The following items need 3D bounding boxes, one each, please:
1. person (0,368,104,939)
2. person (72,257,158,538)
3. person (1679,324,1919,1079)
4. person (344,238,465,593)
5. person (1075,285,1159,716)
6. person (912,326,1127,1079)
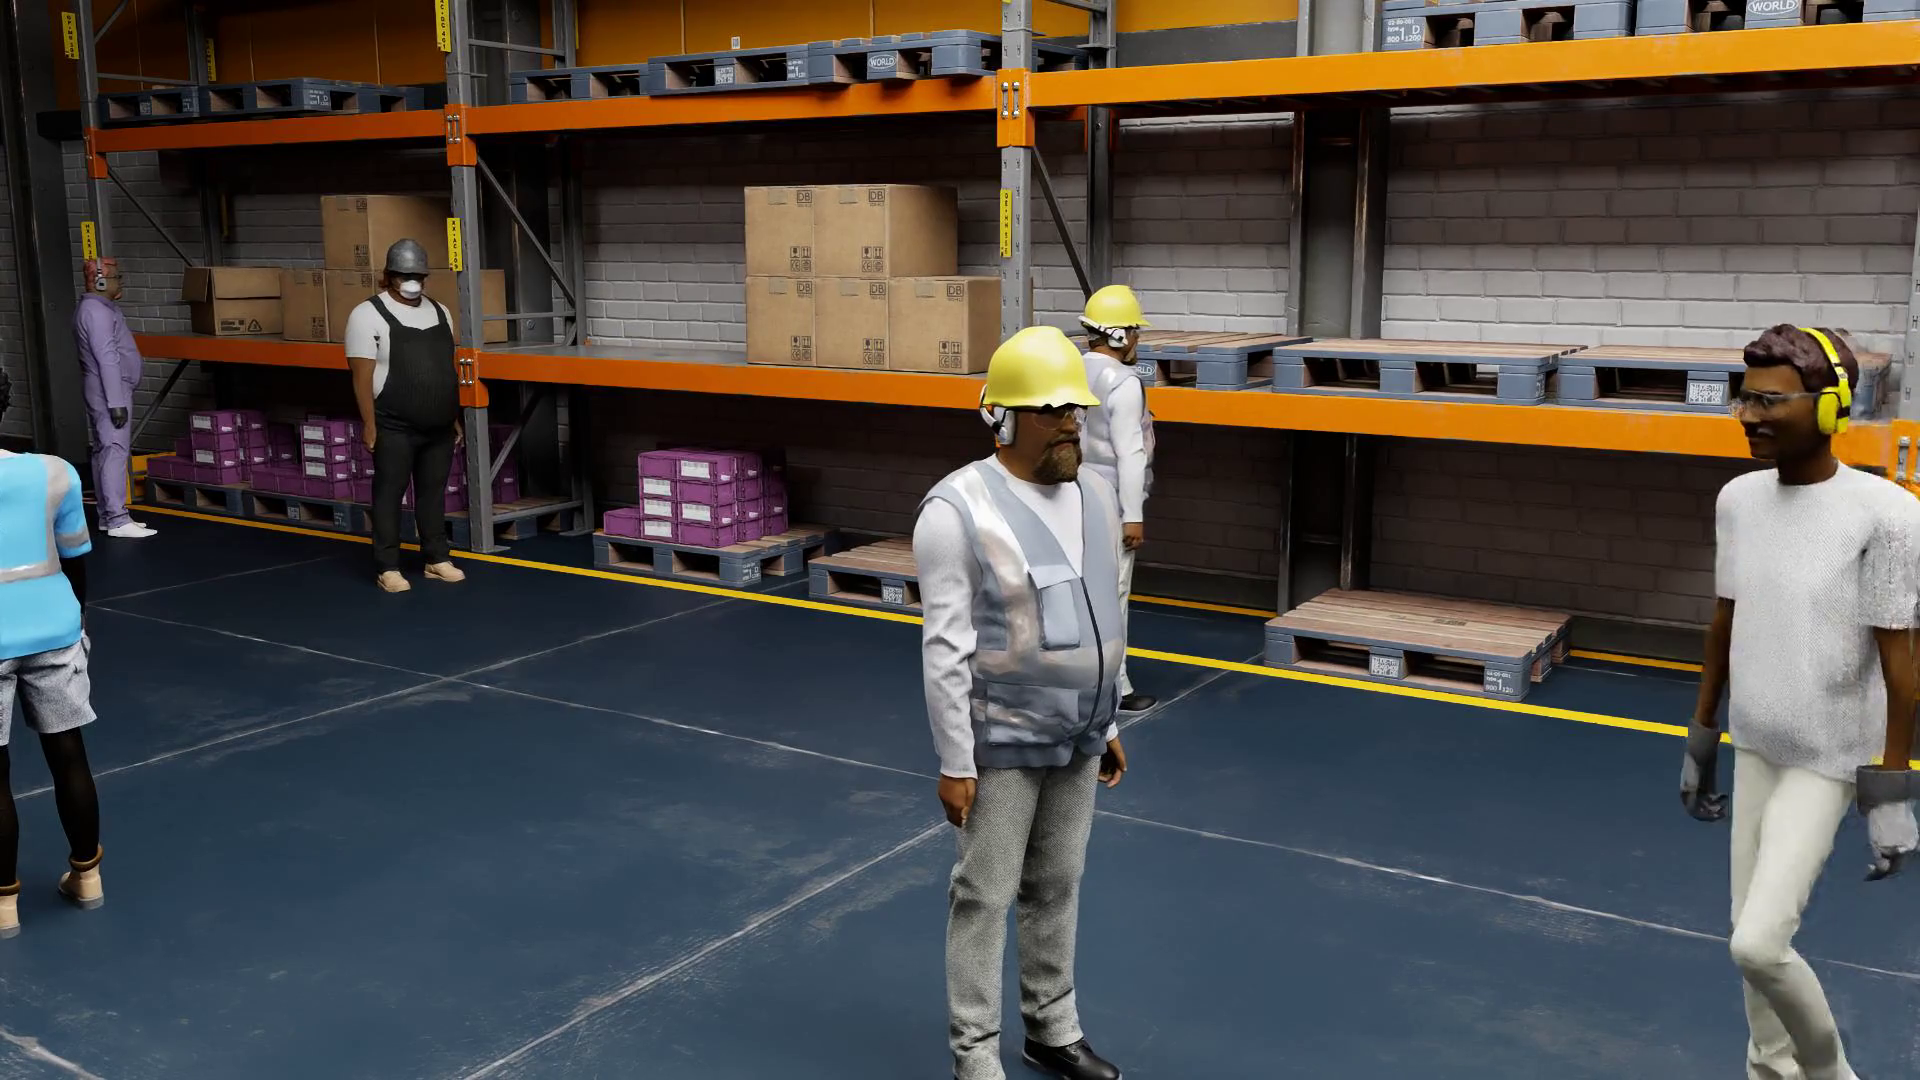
[{"bbox_3d":[-2.794,0.312,4.863,0.321,1.693,0.530,7,13,36],"label":"person"},{"bbox_3d":[-5.785,-0.968,11.366,0.407,1.908,0.641,-7,12,-35],"label":"person"},{"bbox_3d":[1.755,0.478,3.523,0.425,1.844,0.546,-3,11,-16],"label":"person"},{"bbox_3d":[-3.159,-0.729,9.667,0.535,2.000,0.686,8,13,36],"label":"person"},{"bbox_3d":[0.628,-0.170,7.146,0.404,1.833,0.591,-5,11,-25],"label":"person"},{"bbox_3d":[0.169,0.433,3.806,0.590,1.833,0.404,-10,14,-44],"label":"person"}]
